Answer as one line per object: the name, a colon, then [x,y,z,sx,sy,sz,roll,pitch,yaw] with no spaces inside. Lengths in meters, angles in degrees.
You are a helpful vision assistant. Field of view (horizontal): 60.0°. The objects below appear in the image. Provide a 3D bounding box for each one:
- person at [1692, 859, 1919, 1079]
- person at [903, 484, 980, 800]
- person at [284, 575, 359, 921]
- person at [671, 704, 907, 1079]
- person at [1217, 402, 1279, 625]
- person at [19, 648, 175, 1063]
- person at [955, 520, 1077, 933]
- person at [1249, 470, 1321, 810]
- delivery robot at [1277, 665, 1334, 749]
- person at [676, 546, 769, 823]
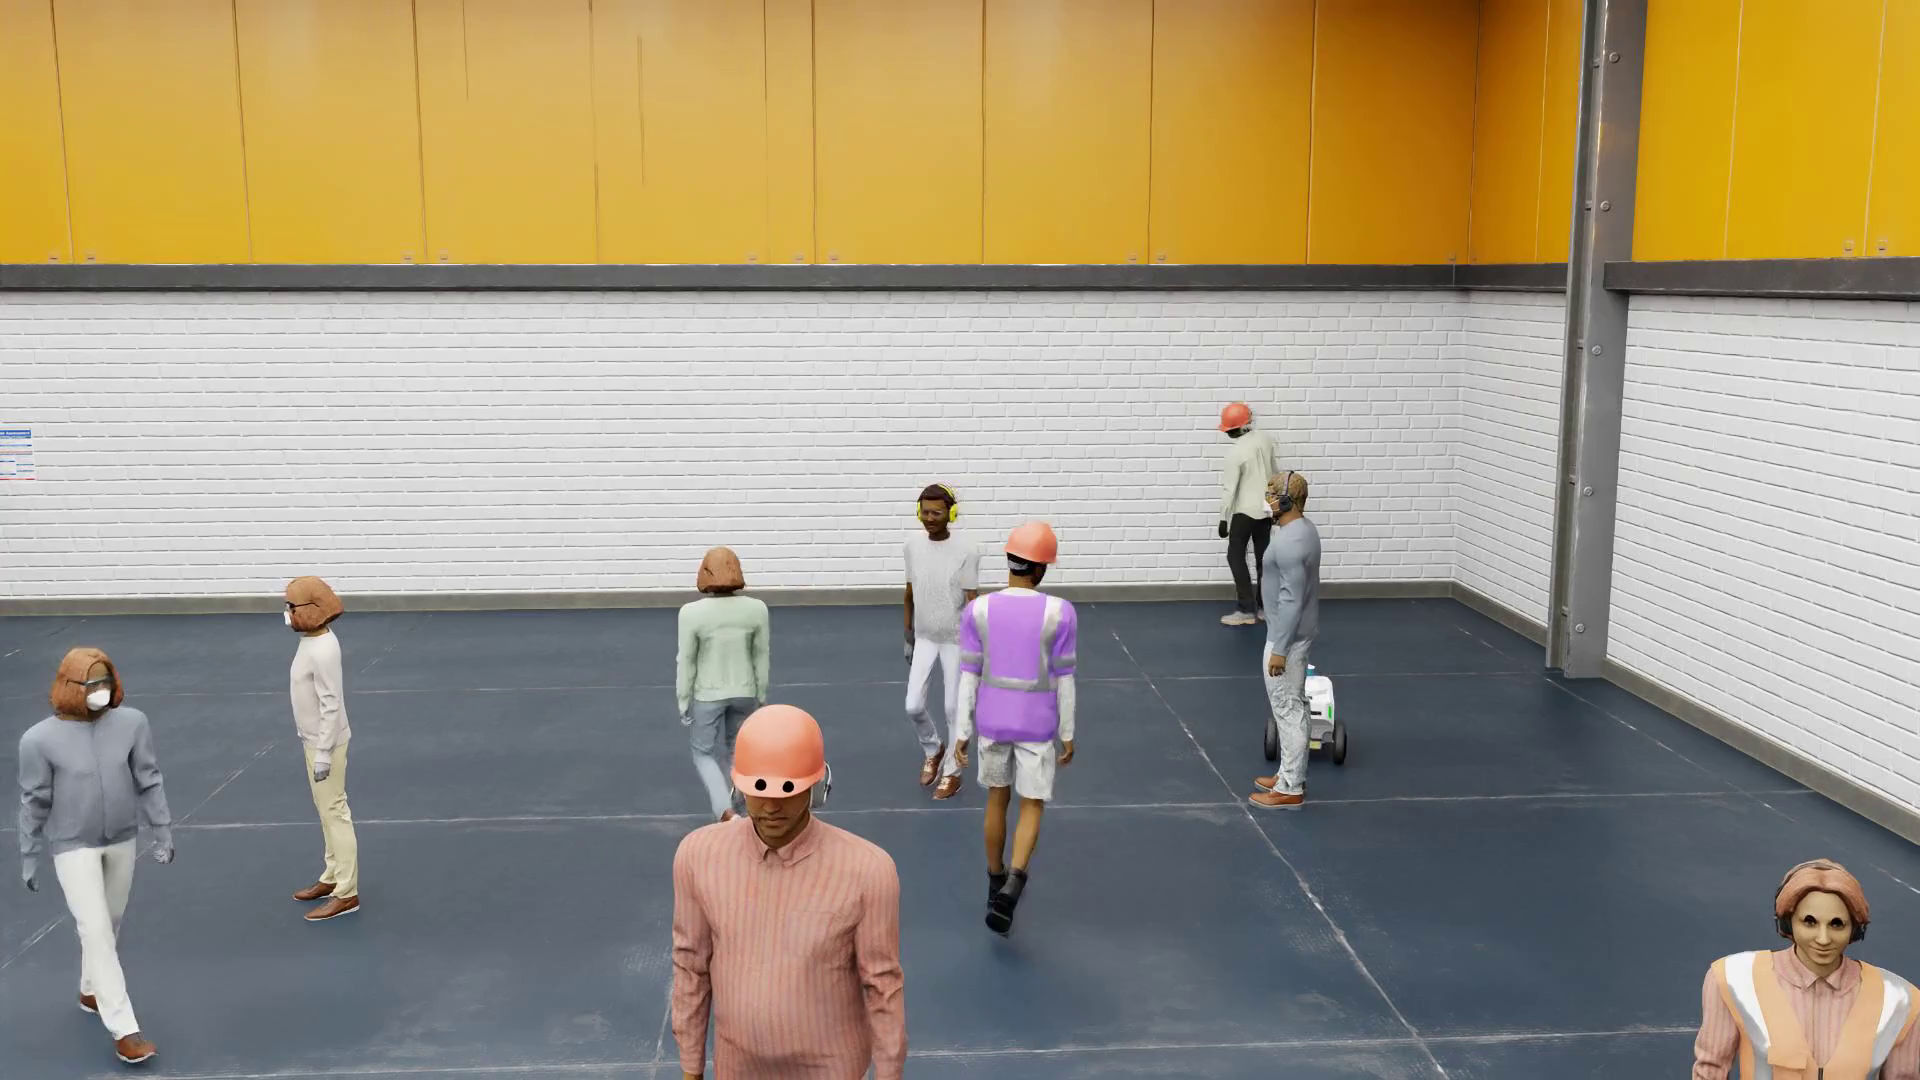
person: [2.055,1.574,4.087,0.514,1.641,0.309,2,9,15]
person: [-0.101,0.591,9.591,0.534,1.855,0.413,3,10,19]
person: [-3.037,0.972,7.888,0.286,1.633,0.497,-5,10,-28]
person: [-0.449,1.376,4.302,0.624,1.980,0.448,2,9,14]
person: [2.559,-0.239,14.560,0.734,1.945,0.387,-7,12,-39]
person: [-3.363,1.206,6.544,0.791,1.588,0.522,6,11,35]
person: [0.241,0.867,7.707,0.566,1.909,0.777,2,9,15]
person: [1.862,0.566,9.482,0.358,1.938,0.636,3,9,18]
delivery robot: [2.195,1.037,10.561,0.477,0.478,0.707,2,9,11]
person: [-1.237,0.838,8.795,0.519,1.618,0.642,-4,10,-25]
